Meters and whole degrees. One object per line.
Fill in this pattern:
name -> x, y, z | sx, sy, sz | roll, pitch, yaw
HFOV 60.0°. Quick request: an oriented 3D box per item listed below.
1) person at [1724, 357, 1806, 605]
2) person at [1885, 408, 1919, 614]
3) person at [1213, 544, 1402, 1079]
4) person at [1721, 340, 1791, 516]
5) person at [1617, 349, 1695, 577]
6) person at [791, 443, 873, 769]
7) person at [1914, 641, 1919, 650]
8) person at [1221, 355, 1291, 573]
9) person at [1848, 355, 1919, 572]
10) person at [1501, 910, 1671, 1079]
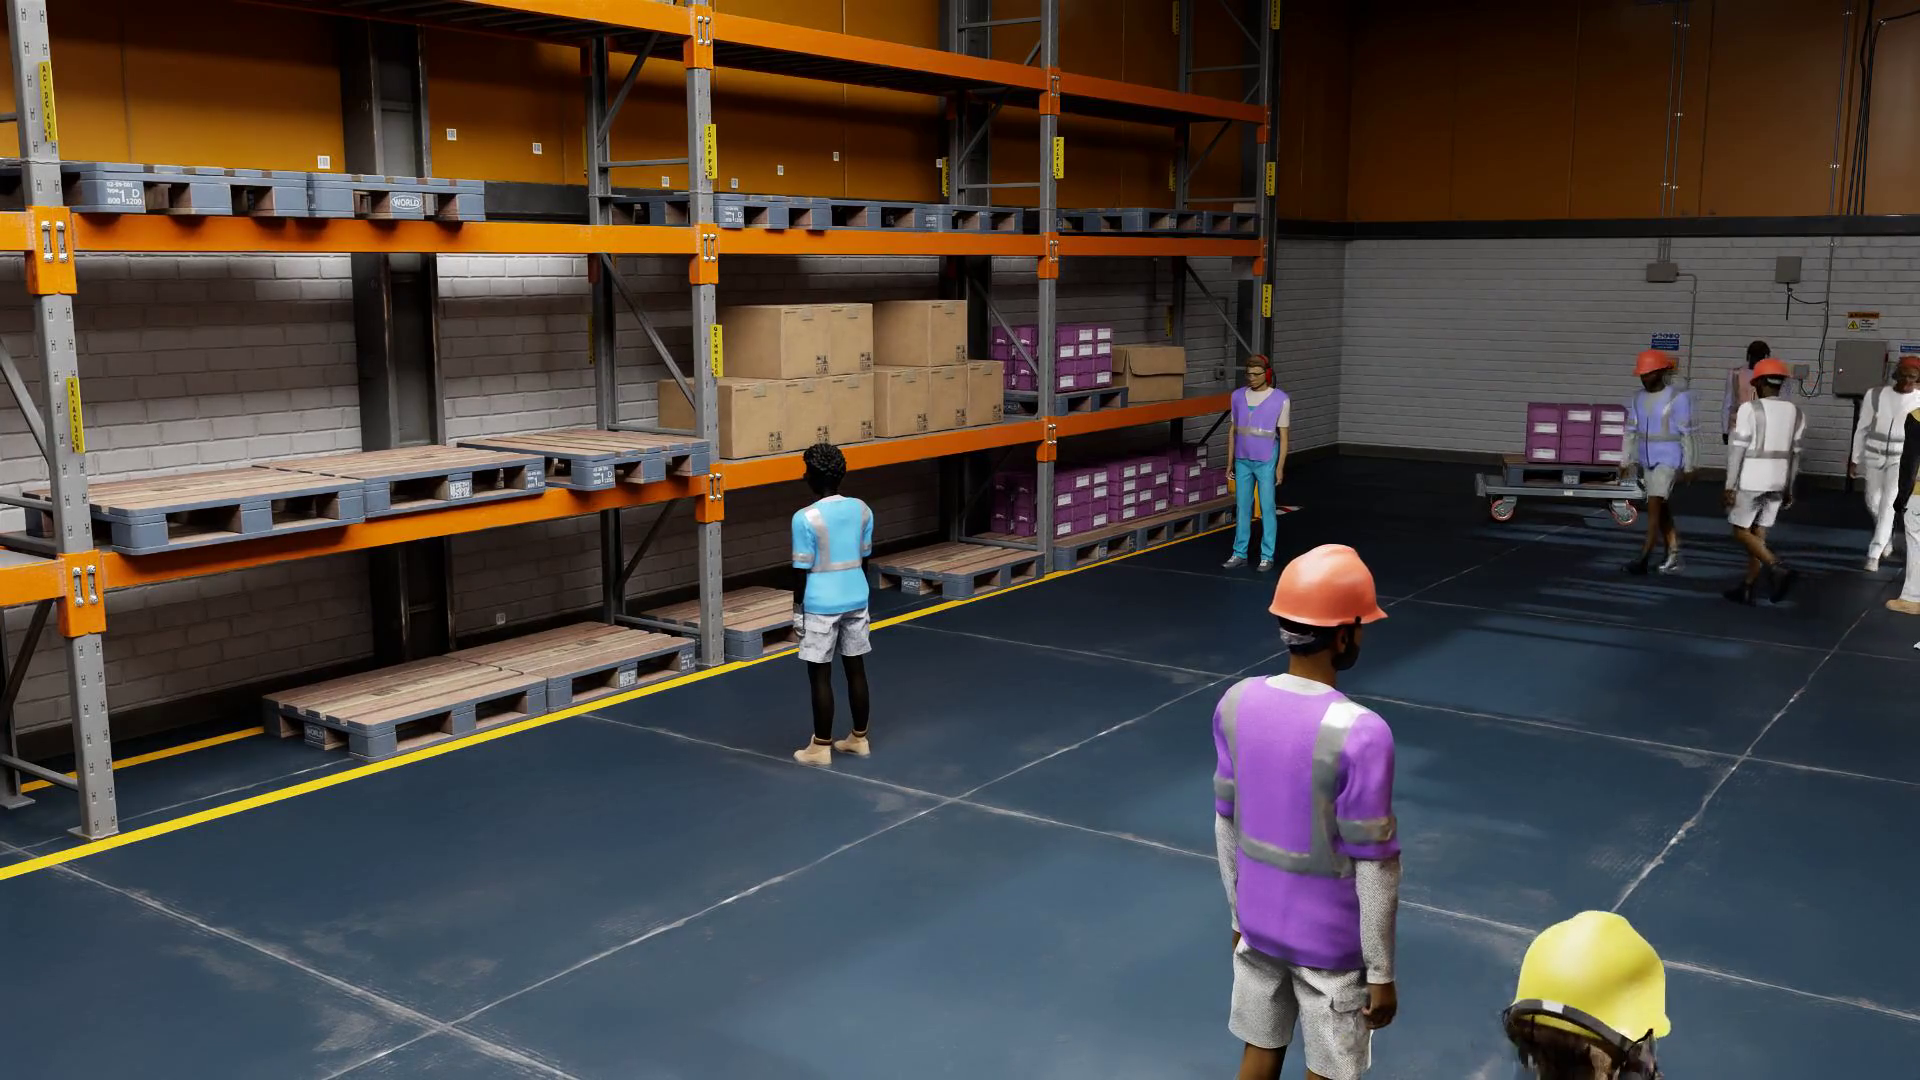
person -> 6.094, -0.413, 12.523 | 0.609, 1.896, 0.708 | -2, 10, -13
person -> 7.242, -0.362, 12.387 | 0.627, 1.844, 0.429 | -2, 10, -11
person -> 0.881, 0.969, 4.176 | 0.359, 1.938, 0.545 | -7, 12, -37
person -> 8.080, -1.114, 16.932 | 0.627, 1.829, 0.452 | 5, 11, 29
person -> 5.747, -0.642, 13.893 | 0.923, 1.888, 0.556 | -4, 10, -24
person -> -0.666, 0.342, 8.645 | 0.320, 1.694, 0.534 | 9, 13, 43
person -> 6.707, -0.046, 11.107 | 0.510, 1.640, 0.308 | 9, 13, 43
person -> 2.523, -0.650, 14.111 | 0.564, 1.839, 0.390 | 7, 12, 37
person -> 8.025, -0.681, 14.289 | 0.595, 1.847, 0.914 | 8, 13, 41
person -> 0.723, 1.398, 2.339 | 0.880, 1.709, 0.532 | -9, 13, -43
